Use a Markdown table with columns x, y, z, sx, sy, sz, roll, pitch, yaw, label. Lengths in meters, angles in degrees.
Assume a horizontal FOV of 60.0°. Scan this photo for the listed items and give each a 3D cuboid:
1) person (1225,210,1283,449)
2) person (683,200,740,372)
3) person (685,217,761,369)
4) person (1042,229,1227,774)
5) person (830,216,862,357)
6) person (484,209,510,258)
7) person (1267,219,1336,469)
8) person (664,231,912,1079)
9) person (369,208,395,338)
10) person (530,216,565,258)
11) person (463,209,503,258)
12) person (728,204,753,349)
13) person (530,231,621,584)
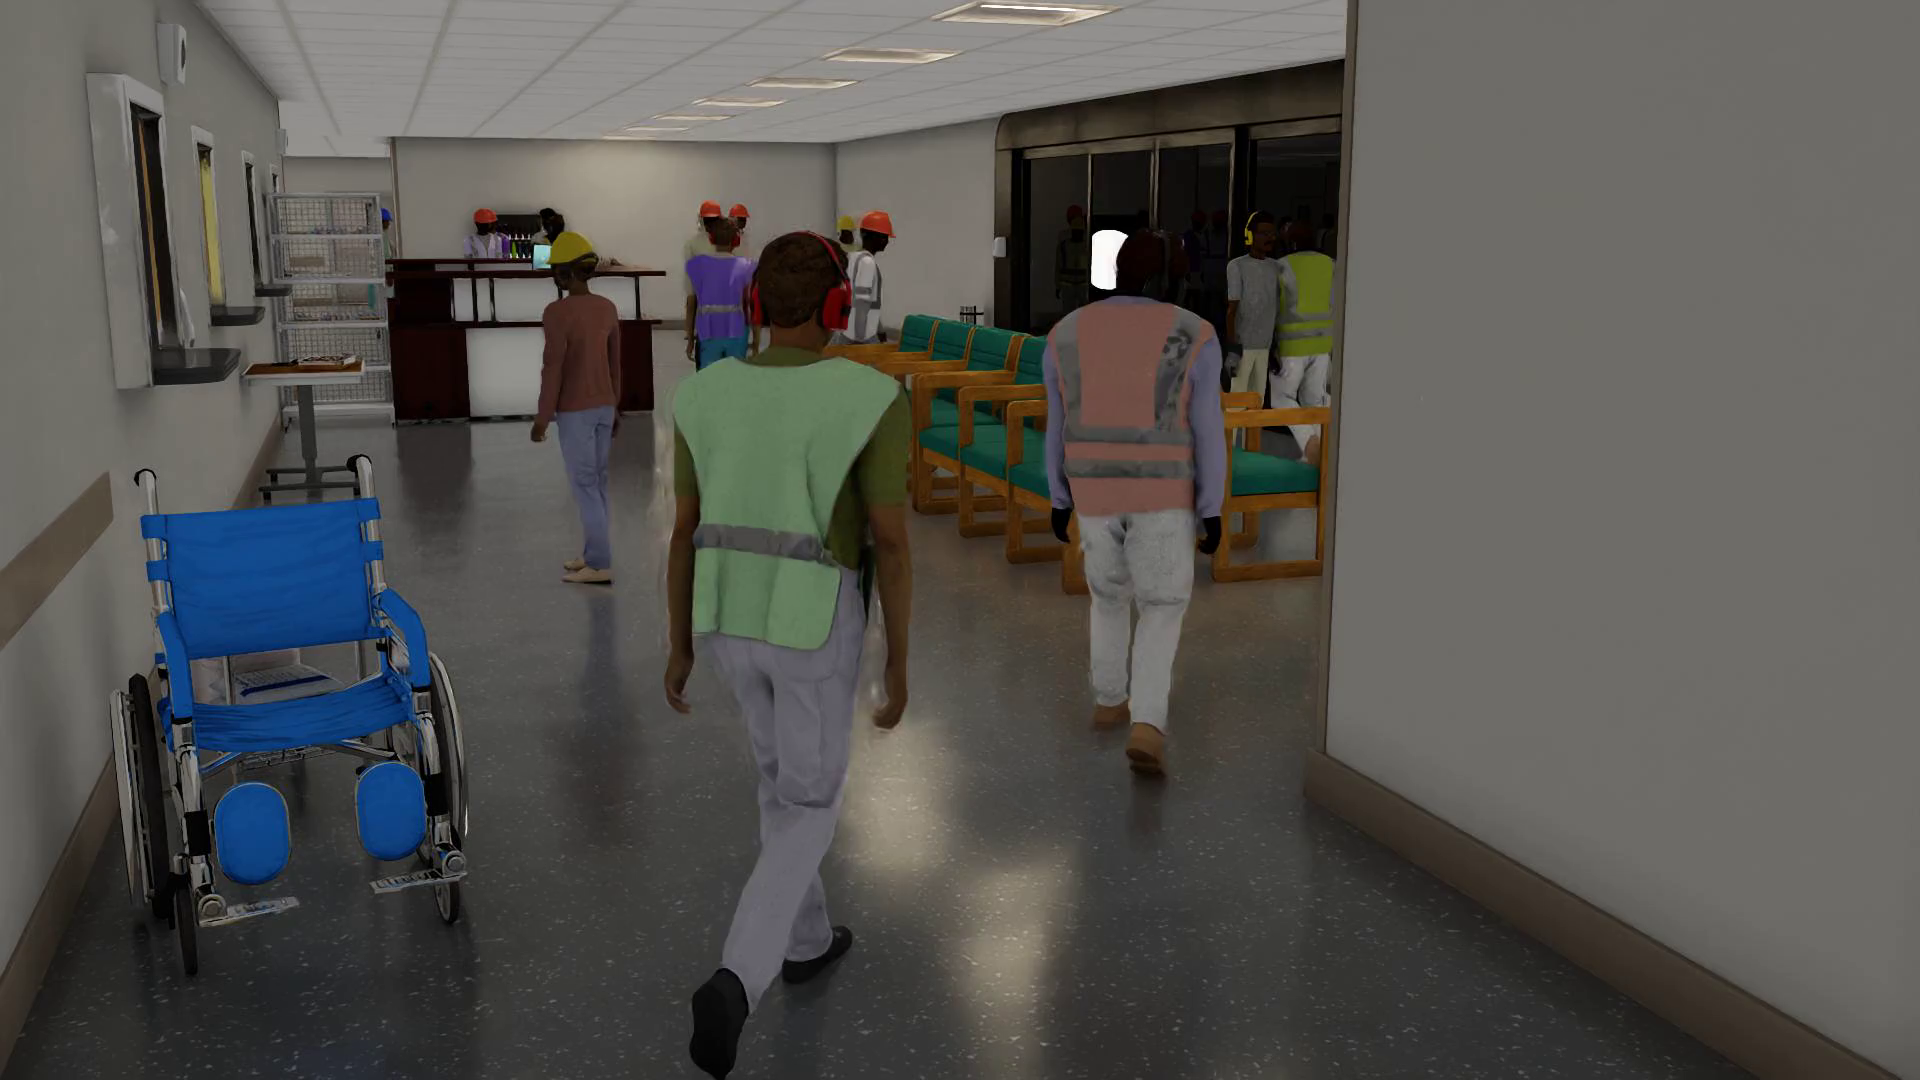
| x | y | z | sx | sy | sz | roll | pitch | yaw | label |
| --- | --- | --- | --- | --- | --- | --- | --- | --- | --- |
| 2.016 | -1.305 | 11.382 | 0.515 | 1.872 | 0.333 | -9 | 14 | -39 | person |
| -2.617 | -2.587 | 17.632 | 0.622 | 1.994 | 0.381 | -2 | 11 | -10 | person |
| -1.794 | -1.515 | 12.574 | 0.584 | 1.825 | 0.581 | 0 | 11 | 0 | person |
| 0.574 | -0.143 | 5.618 | 0.642 | 1.802 | 0.869 | 5 | 12 | 23 | person |
| -1.446 | -3.182 | 21.108 | 0.404 | 1.829 | 0.600 | 11 | 15 | 43 | person |
| -6.670 | -3.732 | 23.684 | 0.542 | 1.928 | 0.374 | 2 | 11 | 11 | person |
| 2.420 | -1.321 | 11.617 | 0.671 | 1.813 | 0.622 | -4 | 12 | -20 | person |
| -0.419 | 0.234 | 3.667 | 0.586 | 1.813 | 0.840 | 4 | 12 | 22 | person |
| -8.640 | -3.985 | 24.933 | 0.384 | 1.948 | 0.605 | -7 | 13 | -33 | person |
| -4.993 | -3.081 | 20.599 | 0.429 | 1.835 | 0.630 | 9 | 14 | 39 | person |
| -6.611 | -3.633 | 23.181 | 0.543 | 1.930 | 0.388 | -8 | 14 | -36 | person |
| -3.042 | -3.611 | 22.889 | 0.396 | 1.992 | 0.623 | 4 | 12 | 19 | person |
| -1.911 | -0.655 | 8.339 | 0.372 | 1.764 | 0.537 | 5 | 12 | 23 | person |
